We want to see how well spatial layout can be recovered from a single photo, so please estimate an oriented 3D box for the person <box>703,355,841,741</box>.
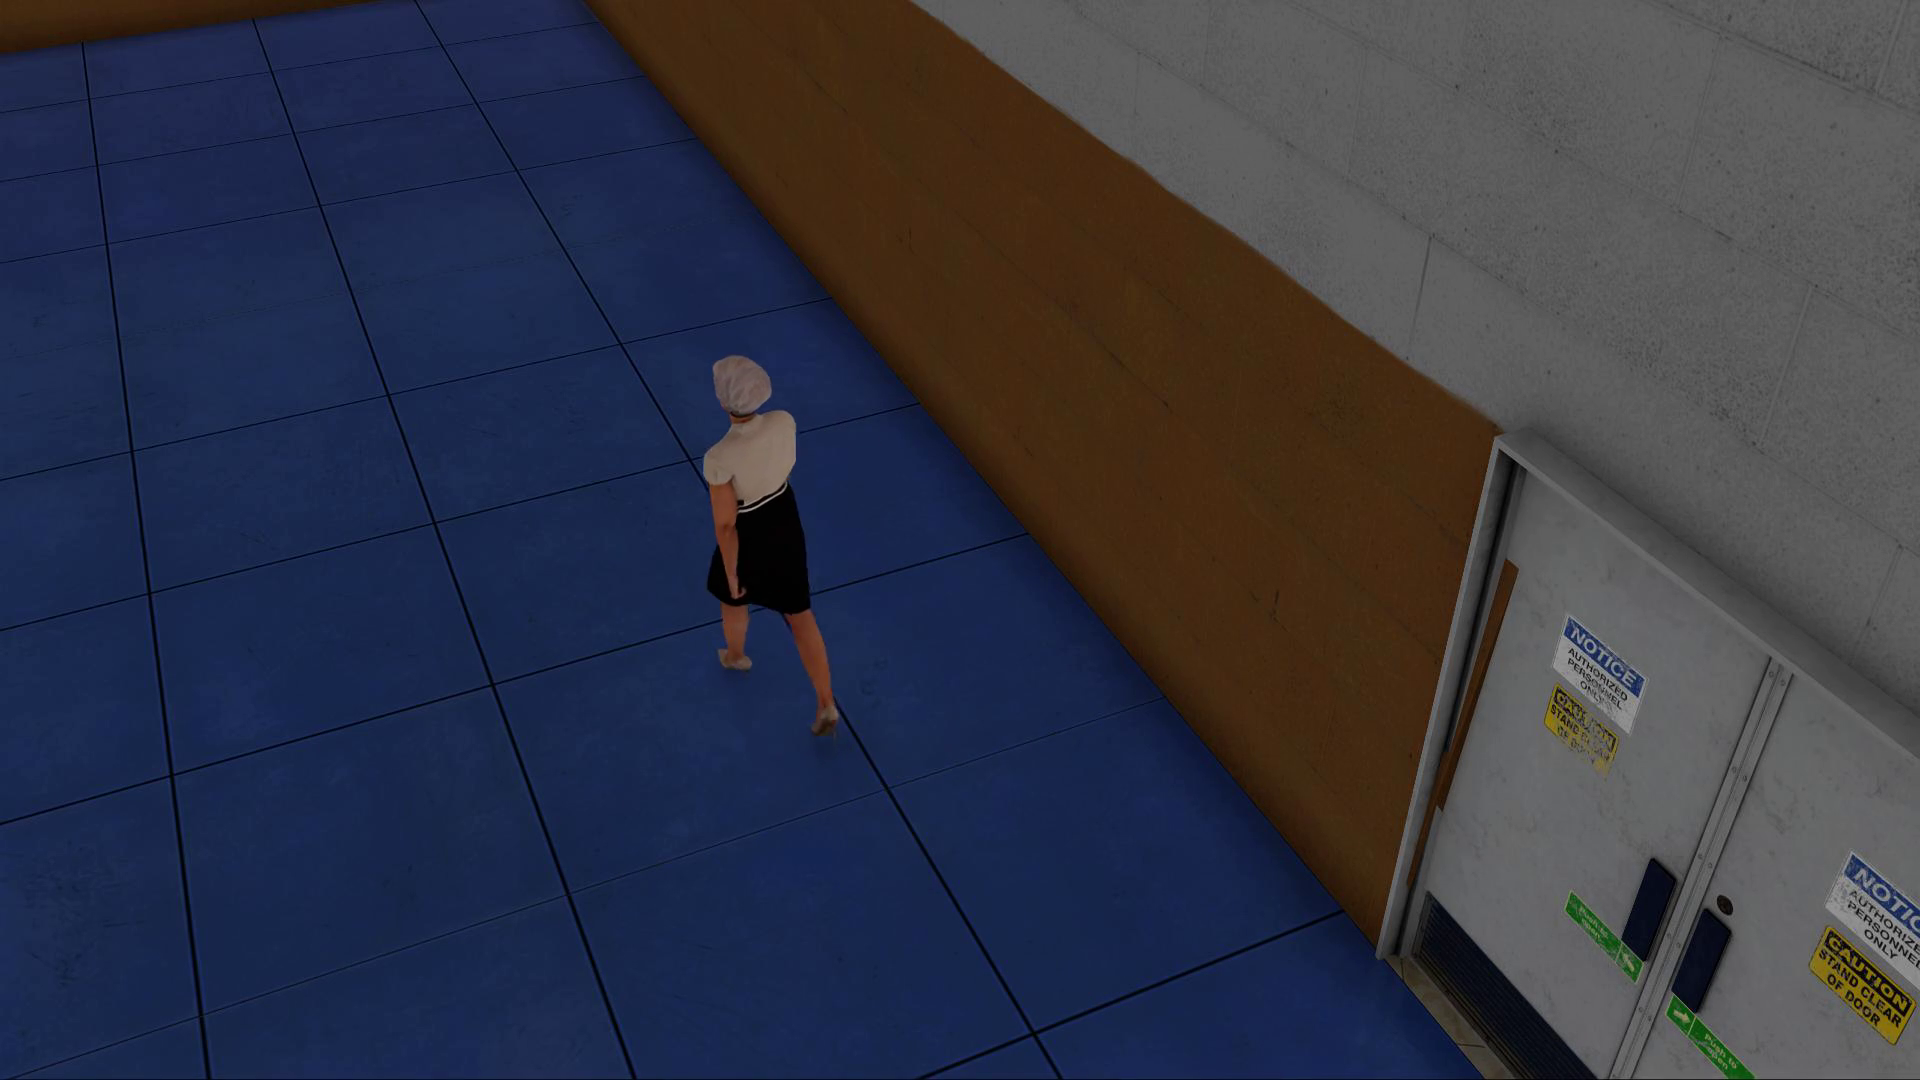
[{"bbox_3d":[-0.734,0.075,6.692,1.087,1.715,0.841,-26,44,-30],"label":"person"}]
